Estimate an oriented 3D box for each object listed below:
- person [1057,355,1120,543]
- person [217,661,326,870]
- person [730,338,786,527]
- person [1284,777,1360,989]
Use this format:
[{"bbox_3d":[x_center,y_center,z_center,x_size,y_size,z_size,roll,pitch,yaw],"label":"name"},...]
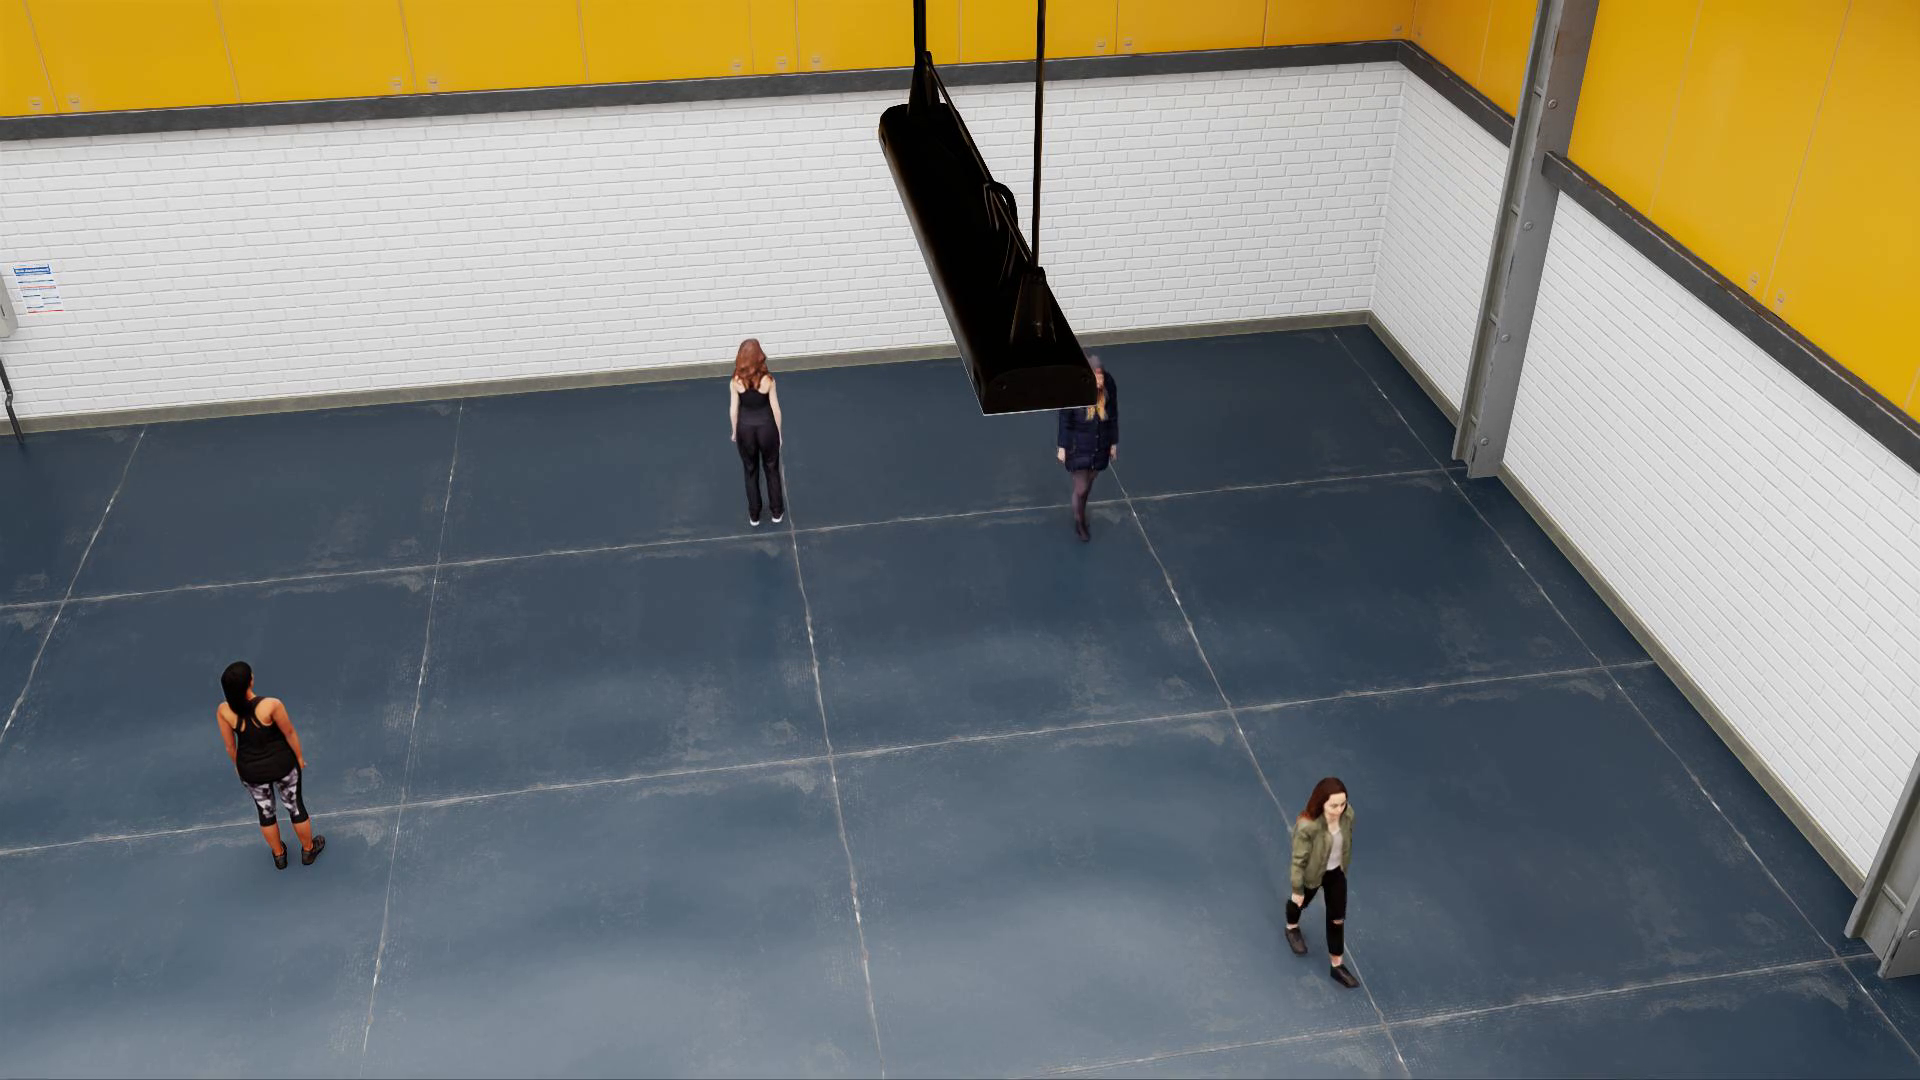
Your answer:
[{"bbox_3d":[1.042,-0.830,14.084,0.727,1.655,0.780,-11,35,-15],"label":"person"},{"bbox_3d":[-4.447,1.434,10.673,0.574,1.660,0.501,-6,34,-9],"label":"person"},{"bbox_3d":[-1.731,-0.899,14.104,0.603,1.747,0.567,-3,34,-4],"label":"person"},{"bbox_3d":[2.134,1.963,10.065,0.704,1.452,0.913,-12,35,-17],"label":"person"}]
